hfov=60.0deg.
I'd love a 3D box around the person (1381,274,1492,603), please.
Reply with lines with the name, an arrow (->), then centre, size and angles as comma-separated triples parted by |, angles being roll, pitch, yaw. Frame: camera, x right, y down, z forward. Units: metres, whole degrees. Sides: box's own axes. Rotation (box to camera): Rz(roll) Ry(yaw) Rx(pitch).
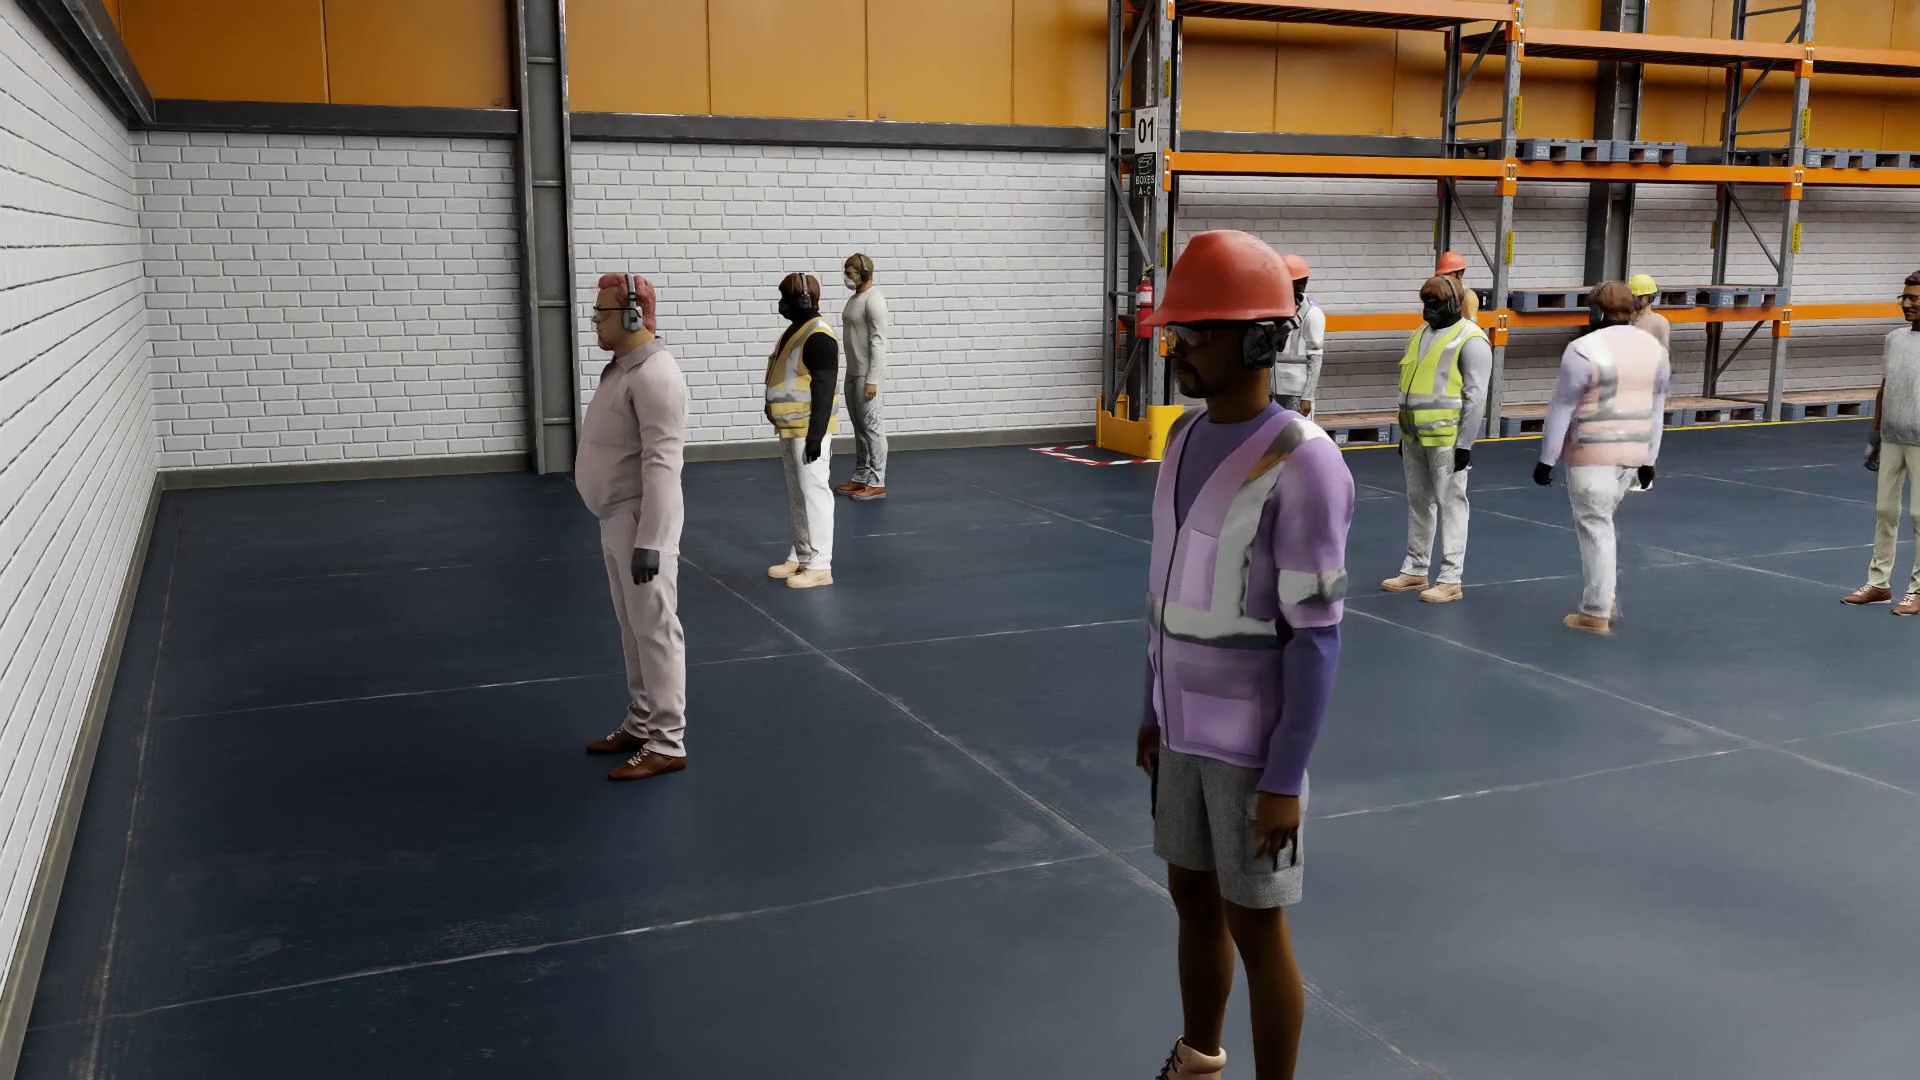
person -> 2.690, -0.573, 9.418 | 0.429, 1.841, 0.625 | -4, 11, -23

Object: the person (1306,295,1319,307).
person -> 2.933, -1.506, 14.606 | 0.390, 1.840, 0.565 | -4, 11, -23

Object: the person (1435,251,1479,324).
person -> 4.605, -1.743, 15.670 | 0.363, 1.933, 0.543 | -4, 11, -23

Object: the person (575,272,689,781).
person -> -1.247, -0.052, 6.327 | 0.409, 1.909, 0.641 | -4, 11, -23

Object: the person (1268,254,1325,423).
person -> 2.387, -1.093, 12.048 | 0.363, 1.933, 0.543 | -4, 11, -23

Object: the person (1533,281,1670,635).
person -> 3.300, -0.428, 8.680 | 0.632, 1.821, 0.561 | -5, 11, -26

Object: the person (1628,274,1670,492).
person -> 5.497, -1.272, 13.524 | 0.317, 1.765, 0.522 | -4, 11, -23

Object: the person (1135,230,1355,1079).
person -> 0.542, 0.389, 3.486 | 0.372, 2.044, 0.607 | -4, 11, -23

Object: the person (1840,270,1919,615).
person -> 5.172, -0.528, 9.076 | 0.329, 1.872, 0.508 | -4, 11, -23

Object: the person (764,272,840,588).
person -> -0.934, -0.646, 9.816 | 0.429, 1.844, 0.625 | -4, 11, -23

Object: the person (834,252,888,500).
person -> -0.766, -1.287, 13.122 | 0.373, 1.938, 0.630 | -4, 11, -23
